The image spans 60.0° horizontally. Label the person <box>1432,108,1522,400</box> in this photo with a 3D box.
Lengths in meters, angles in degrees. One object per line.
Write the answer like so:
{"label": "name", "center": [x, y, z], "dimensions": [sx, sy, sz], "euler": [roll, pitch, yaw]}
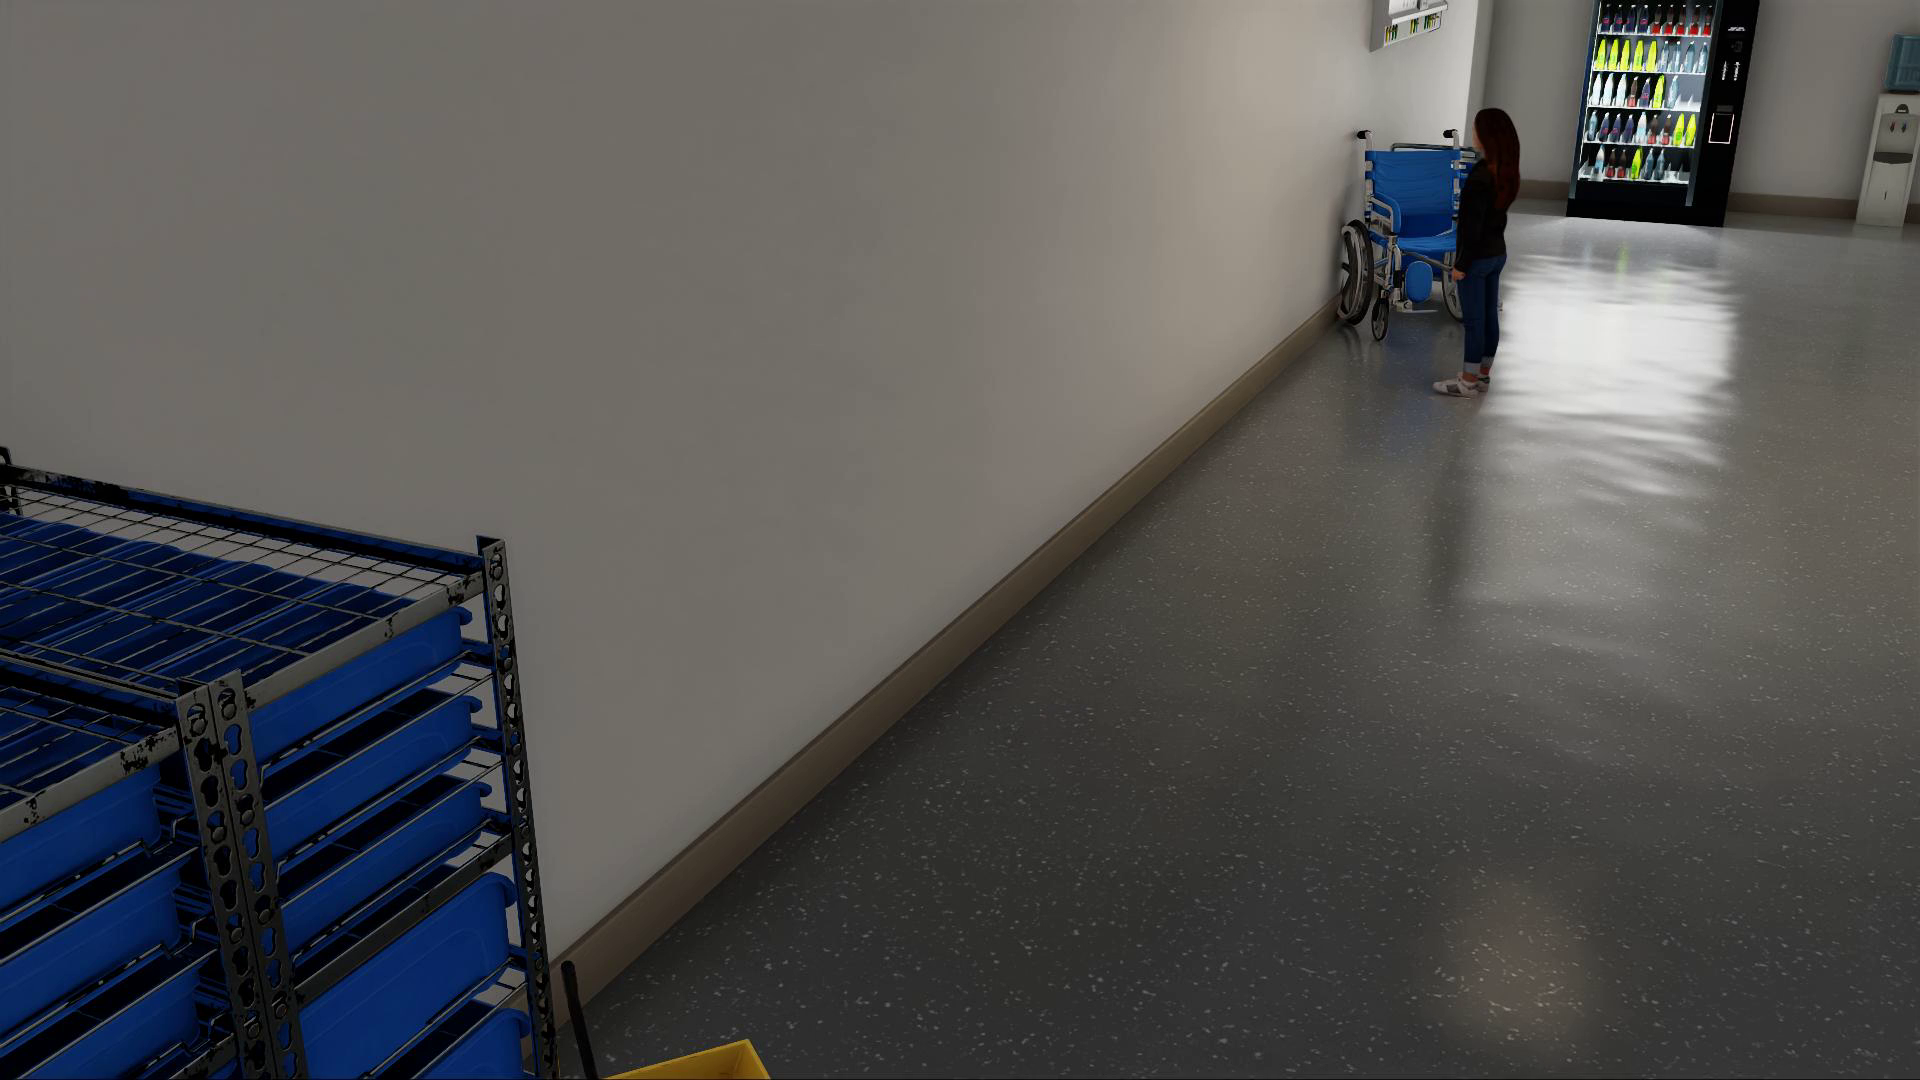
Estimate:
{"label": "person", "center": [2.713, -1.485, 8.625], "dimensions": [0.593, 1.485, 0.617], "euler": [18, 27, 39]}
